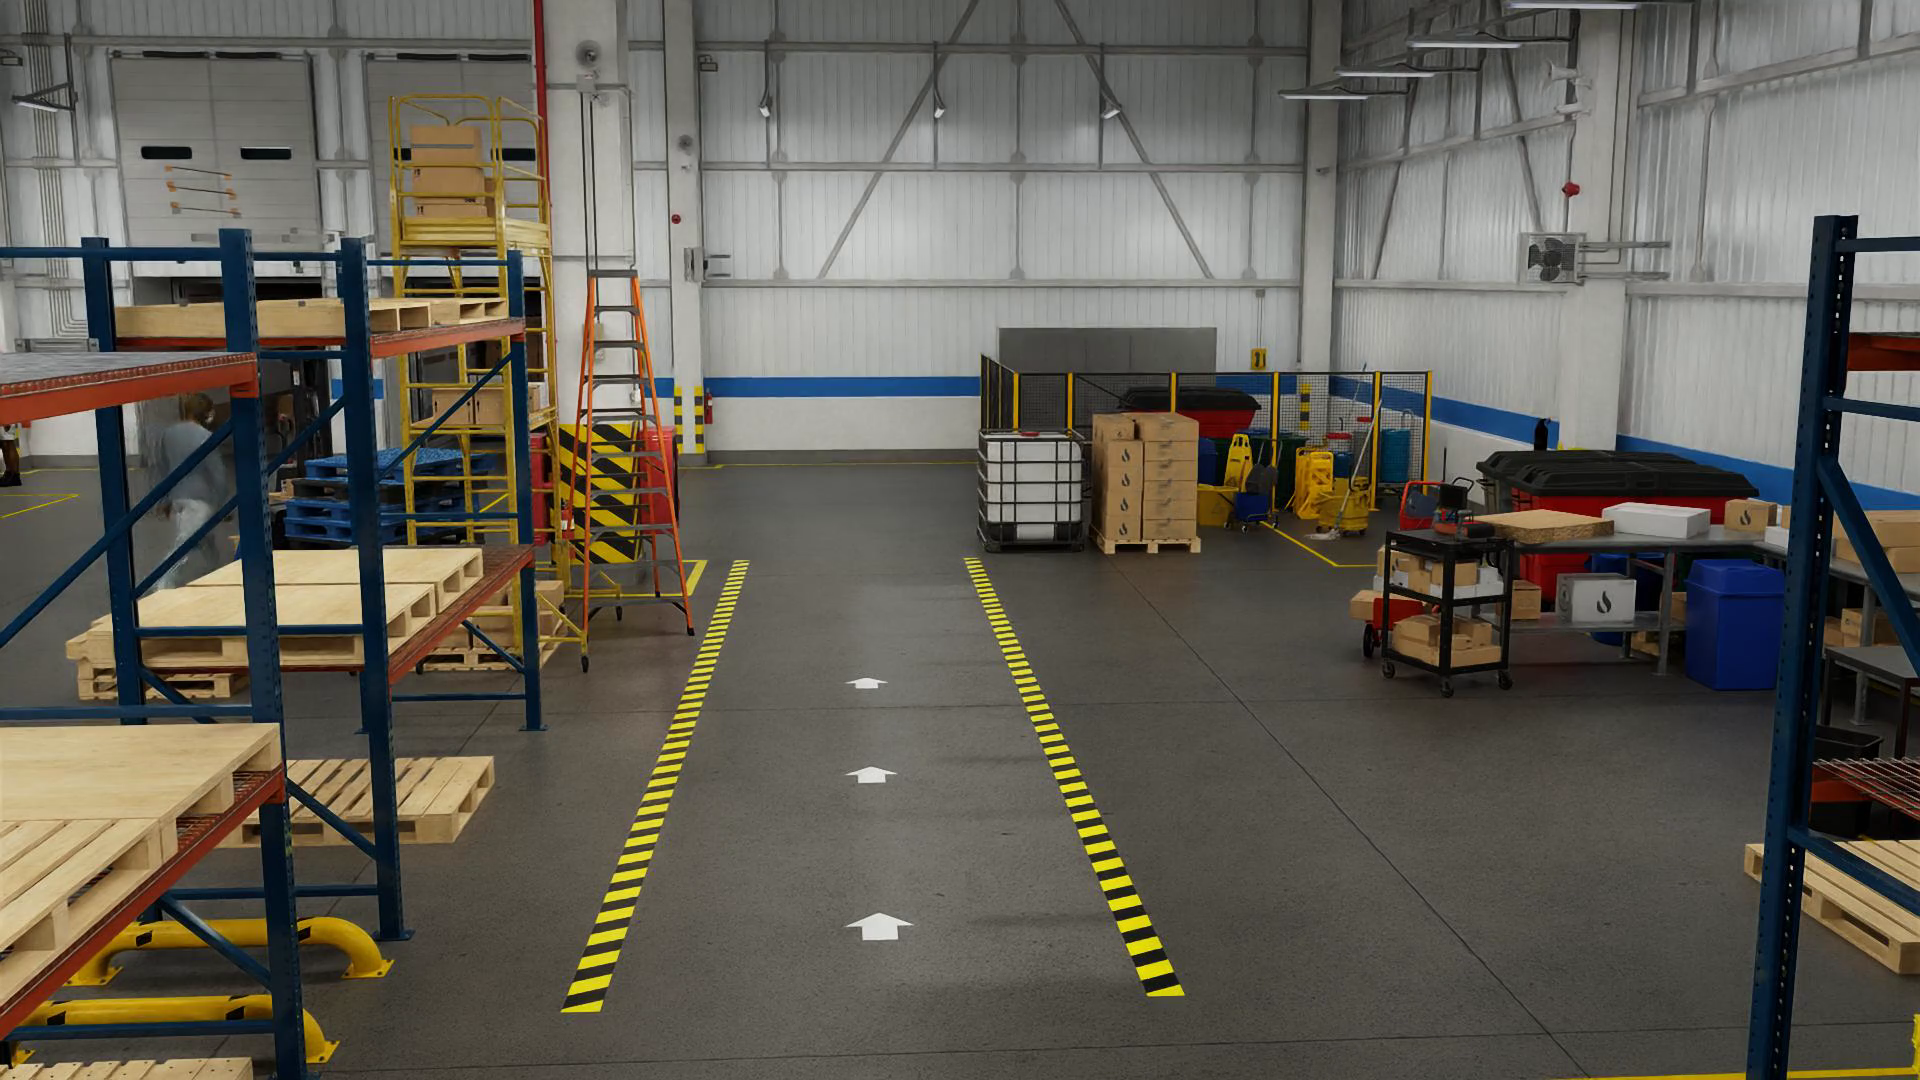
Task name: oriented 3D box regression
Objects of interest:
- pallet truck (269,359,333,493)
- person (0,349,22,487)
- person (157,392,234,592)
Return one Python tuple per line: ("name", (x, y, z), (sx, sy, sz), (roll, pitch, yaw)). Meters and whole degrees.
("pallet truck", (-7.062, -1.131, 18.996), (1.885, 1.965, 0.823), (2, 9, 13))
("person", (-13.105, -1.686, 22.704), (0.544, 1.930, 0.388), (8, 12, 43))
("person", (-6.619, -0.335, 14.394), (0.639, 1.881, 1.045), (5, 10, 27))
